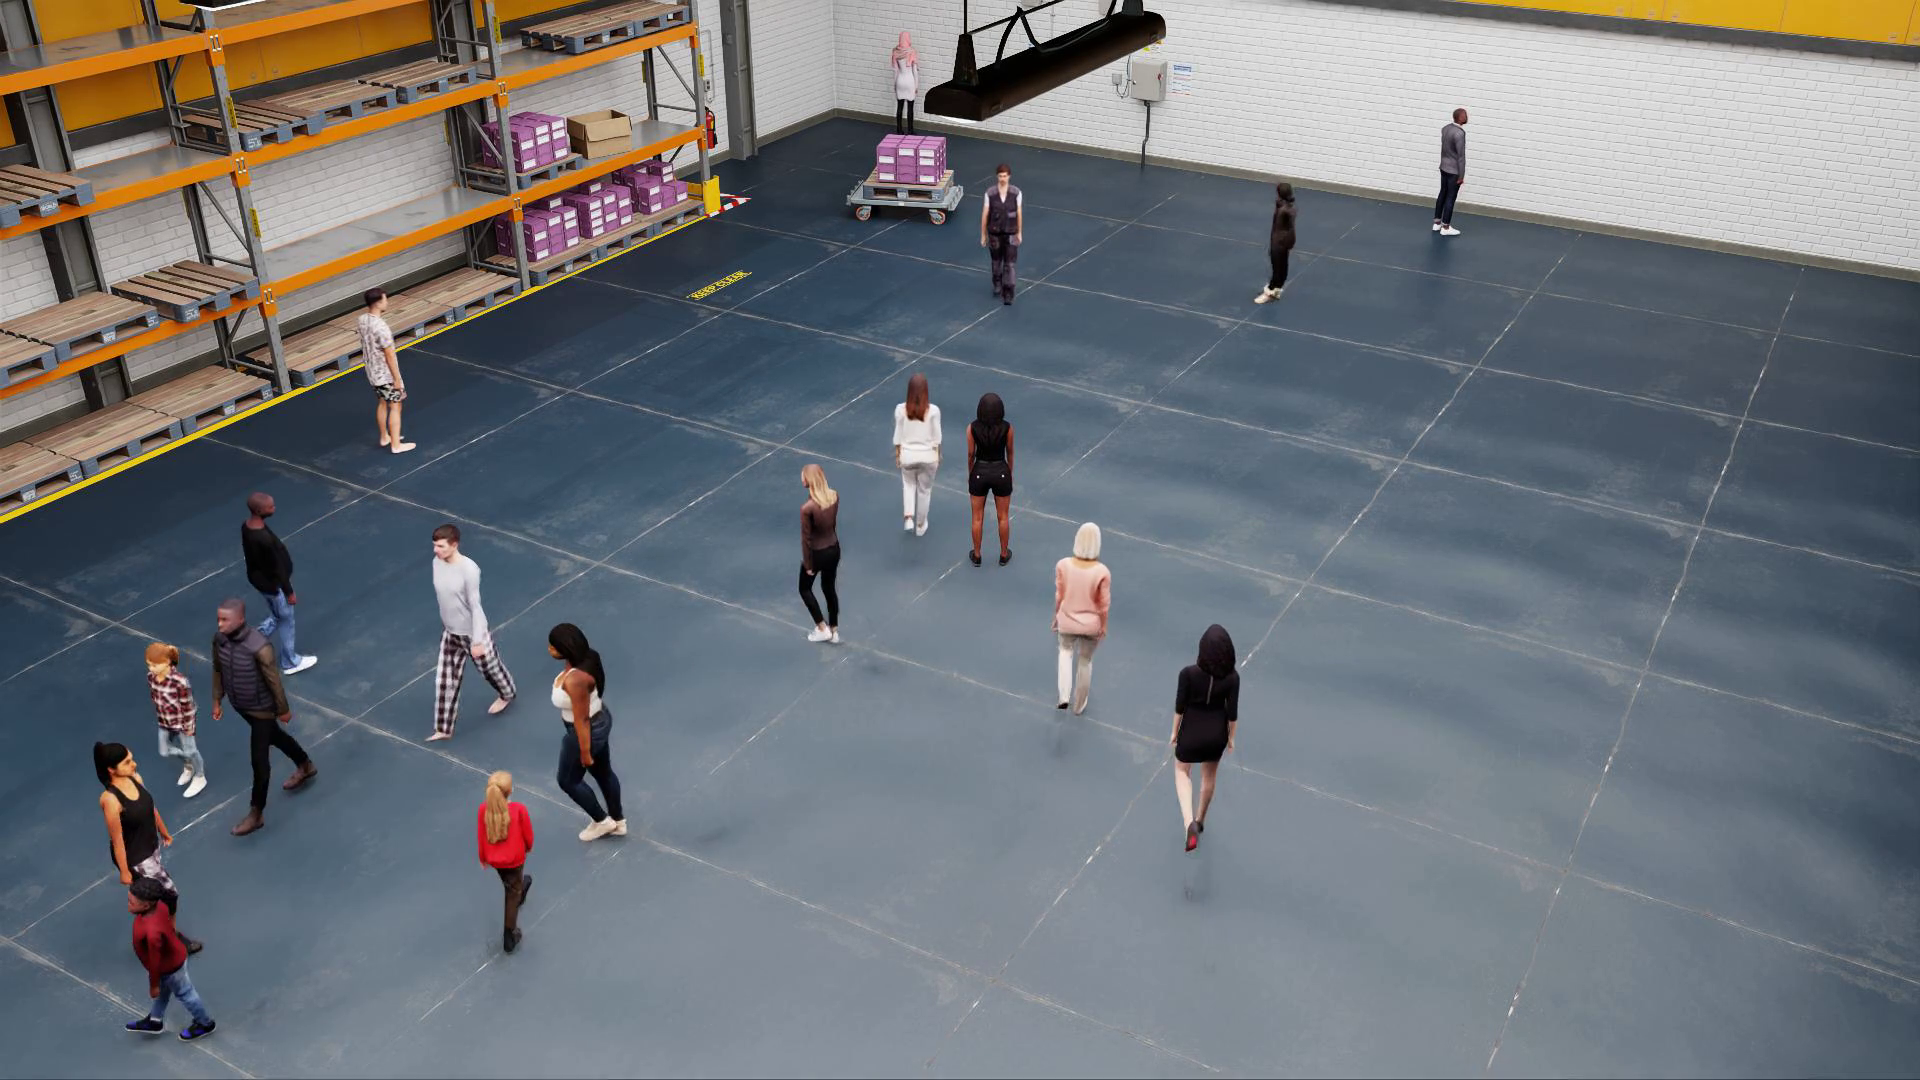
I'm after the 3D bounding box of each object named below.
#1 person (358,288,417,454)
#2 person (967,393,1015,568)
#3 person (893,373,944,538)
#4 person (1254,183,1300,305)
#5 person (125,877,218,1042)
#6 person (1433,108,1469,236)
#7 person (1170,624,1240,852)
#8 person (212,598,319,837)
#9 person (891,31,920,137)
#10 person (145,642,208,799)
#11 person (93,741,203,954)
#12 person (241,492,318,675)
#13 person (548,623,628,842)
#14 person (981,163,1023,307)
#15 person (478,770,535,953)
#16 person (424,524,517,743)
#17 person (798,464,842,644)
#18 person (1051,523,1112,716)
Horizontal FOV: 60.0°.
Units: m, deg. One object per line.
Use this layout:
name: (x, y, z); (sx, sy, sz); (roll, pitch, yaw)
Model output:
person: (-6.113, -1.789, 17.578); (0.721, 1.809, 0.647); (24, 37, 37)
person: (0.281, -0.563, 15.401); (0.670, 1.741, 0.683); (-1, 29, -1)
person: (-0.395, -0.770, 15.844); (0.709, 1.681, 0.737); (3, 29, 6)
person: (4.156, -3.886, 21.579); (0.586, 1.659, 0.747); (-19, 34, -31)
person: (-4.806, 2.565, 10.194); (0.834, 1.237, 0.749); (-10, 30, -18)
person: (7.110, -5.348, 24.093); (0.856, 1.818, 0.786); (-6, 29, -11)
person: (1.700, 1.450, 11.666); (0.820, 1.785, 0.949); (1, 29, 3)
person: (-5.091, 1.180, 12.144); (0.701, 1.799, 1.098); (17, 33, 28)
person: (-0.937, -7.866, 28.726); (0.673, 1.803, 0.652); (9, 30, 15)
person: (-5.824, 1.298, 12.452); (0.582, 1.299, 0.590); (8, 30, 14)
person: (-5.406, 2.016, 10.767); (0.834, 1.651, 0.770); (-3, 29, -5)
person: (-5.715, 0.414, 13.626); (0.919, 1.727, 0.753); (-26, 38, -38)
person: (-2.545, 1.376, 11.801); (0.859, 1.784, 0.758); (1, 29, 2)
person: (0.547, -3.993, 21.629); (1.063, 1.800, 1.288); (1, 29, 2)
person: (-3.006, 2.136, 10.966); (0.720, 1.250, 0.949); (3, 29, 5)
person: (-3.823, 0.674, 13.074); (0.664, 1.798, 1.148); (14, 32, 24)
person: (-1.113, 0.158, 14.134); (0.712, 1.690, 0.562); (23, 36, 35)
person: (0.928, 0.685, 13.141); (0.707, 1.715, 0.763); (7, 29, 12)
